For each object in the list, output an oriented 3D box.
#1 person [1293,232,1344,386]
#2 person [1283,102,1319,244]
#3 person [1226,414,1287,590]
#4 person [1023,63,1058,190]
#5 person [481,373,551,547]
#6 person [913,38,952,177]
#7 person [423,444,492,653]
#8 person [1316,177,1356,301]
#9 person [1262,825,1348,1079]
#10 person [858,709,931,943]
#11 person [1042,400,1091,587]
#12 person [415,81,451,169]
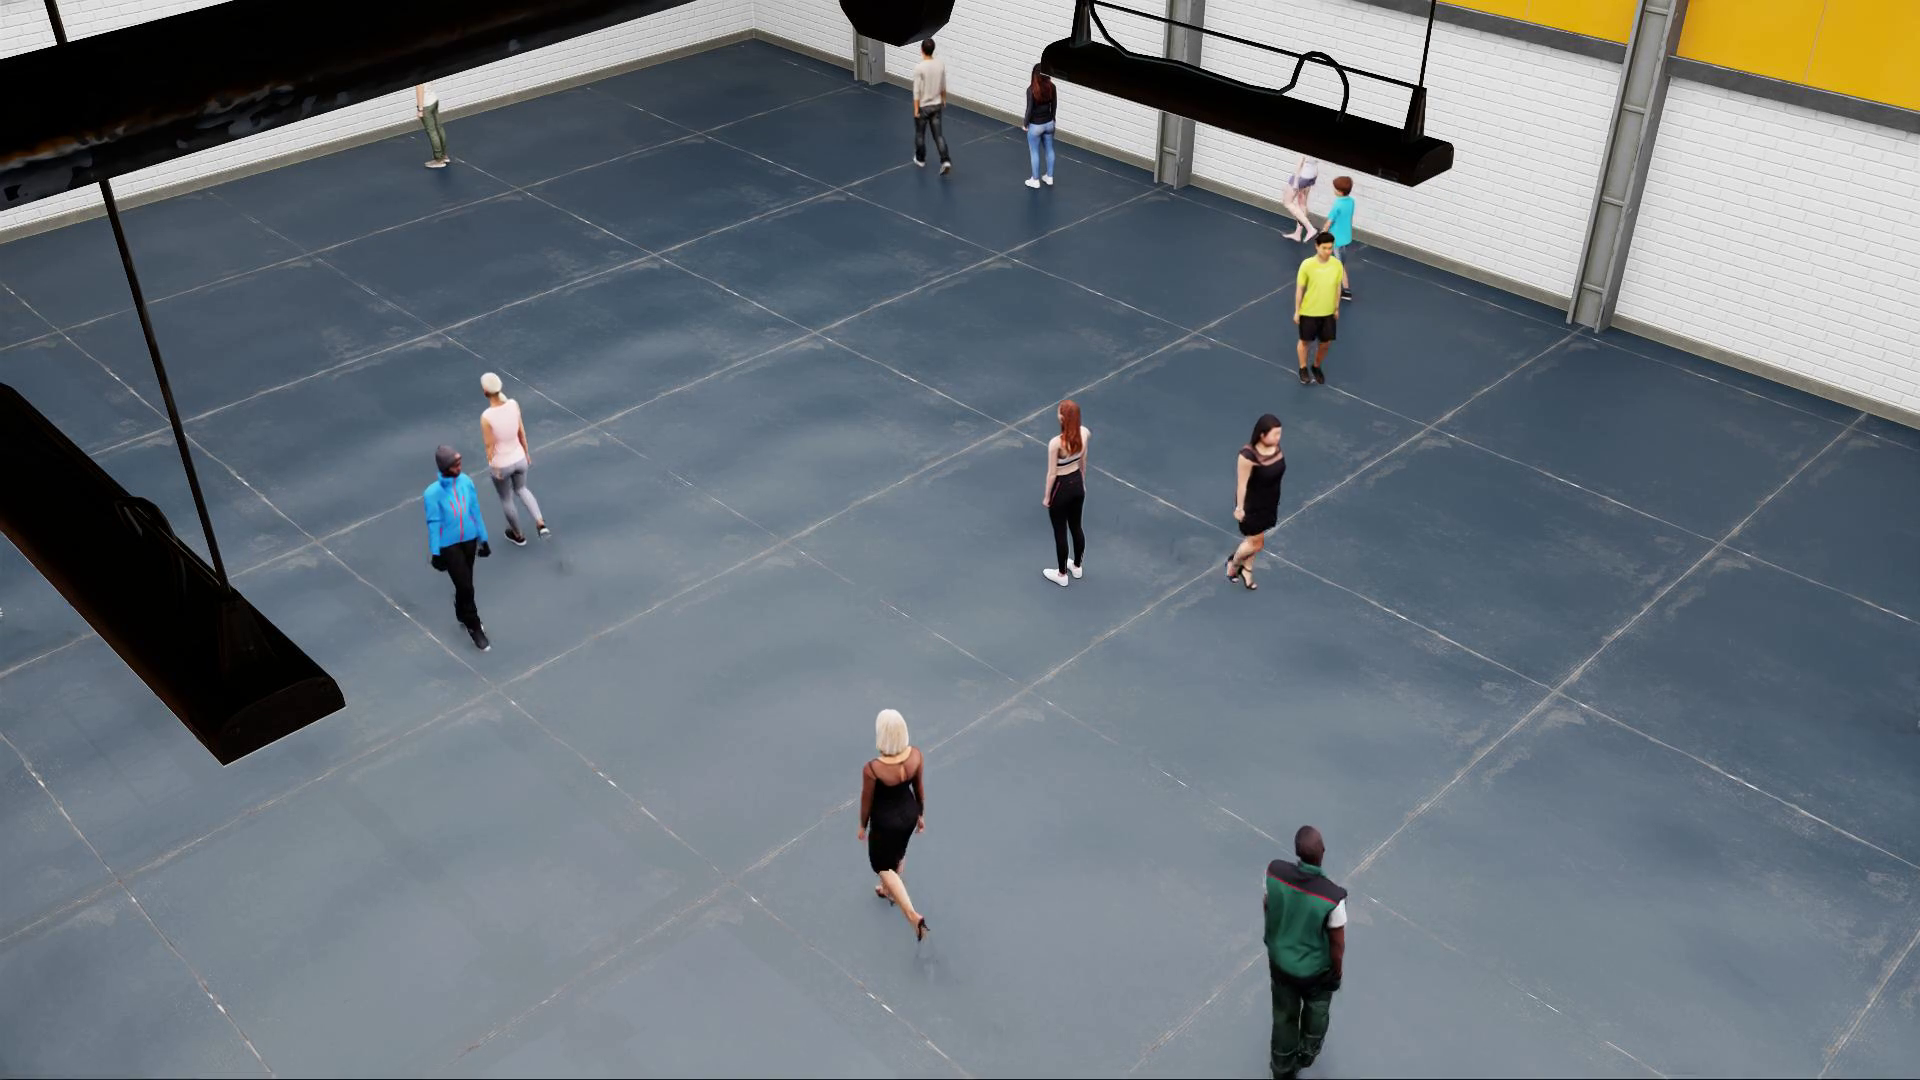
[{"bbox_3d":[3.665,-2.428,17.188,0.783,1.694,0.832,-3,34,-4],"label":"person"},{"bbox_3d":[4.222,-4.385,20.075,0.735,1.757,0.596,26,42,34],"label":"person"},{"bbox_3d":[2.427,-0.327,14.017,0.633,1.705,0.659,29,43,36],"label":"person"},{"bbox_3d":[1.061,-5.428,21.756,0.700,1.633,0.659,-16,37,-23],"label":"person"},{"bbox_3d":[-3.895,-0.644,14.490,0.795,1.711,0.554,27,42,34],"label":"person"},{"bbox_3d":[-0.355,-5.718,22.060,0.894,1.781,1.191,-16,37,-22],"label":"person"},{"bbox_3d":[-4.130,-0.005,13.470,0.838,1.776,0.688,23,40,30],"label":"person"},{"bbox_3d":[4.375,-3.409,18.916,0.872,1.416,0.535,27,42,34],"label":"person"},{"bbox_3d":[1.987,2.481,9.700,0.773,1.808,0.871,28,42,35],"label":"person"},{"bbox_3d":[-0.402,1.865,10.700,0.728,1.727,1.013,-19,38,-26],"label":"person"},{"bbox_3d":[0.907,-0.408,14.106,0.615,1.742,0.546,-22,40,-30],"label":"person"},{"bbox_3d":[-7.154,-5.853,22.376,0.699,1.655,0.667,6,34,9],"label":"person"}]
